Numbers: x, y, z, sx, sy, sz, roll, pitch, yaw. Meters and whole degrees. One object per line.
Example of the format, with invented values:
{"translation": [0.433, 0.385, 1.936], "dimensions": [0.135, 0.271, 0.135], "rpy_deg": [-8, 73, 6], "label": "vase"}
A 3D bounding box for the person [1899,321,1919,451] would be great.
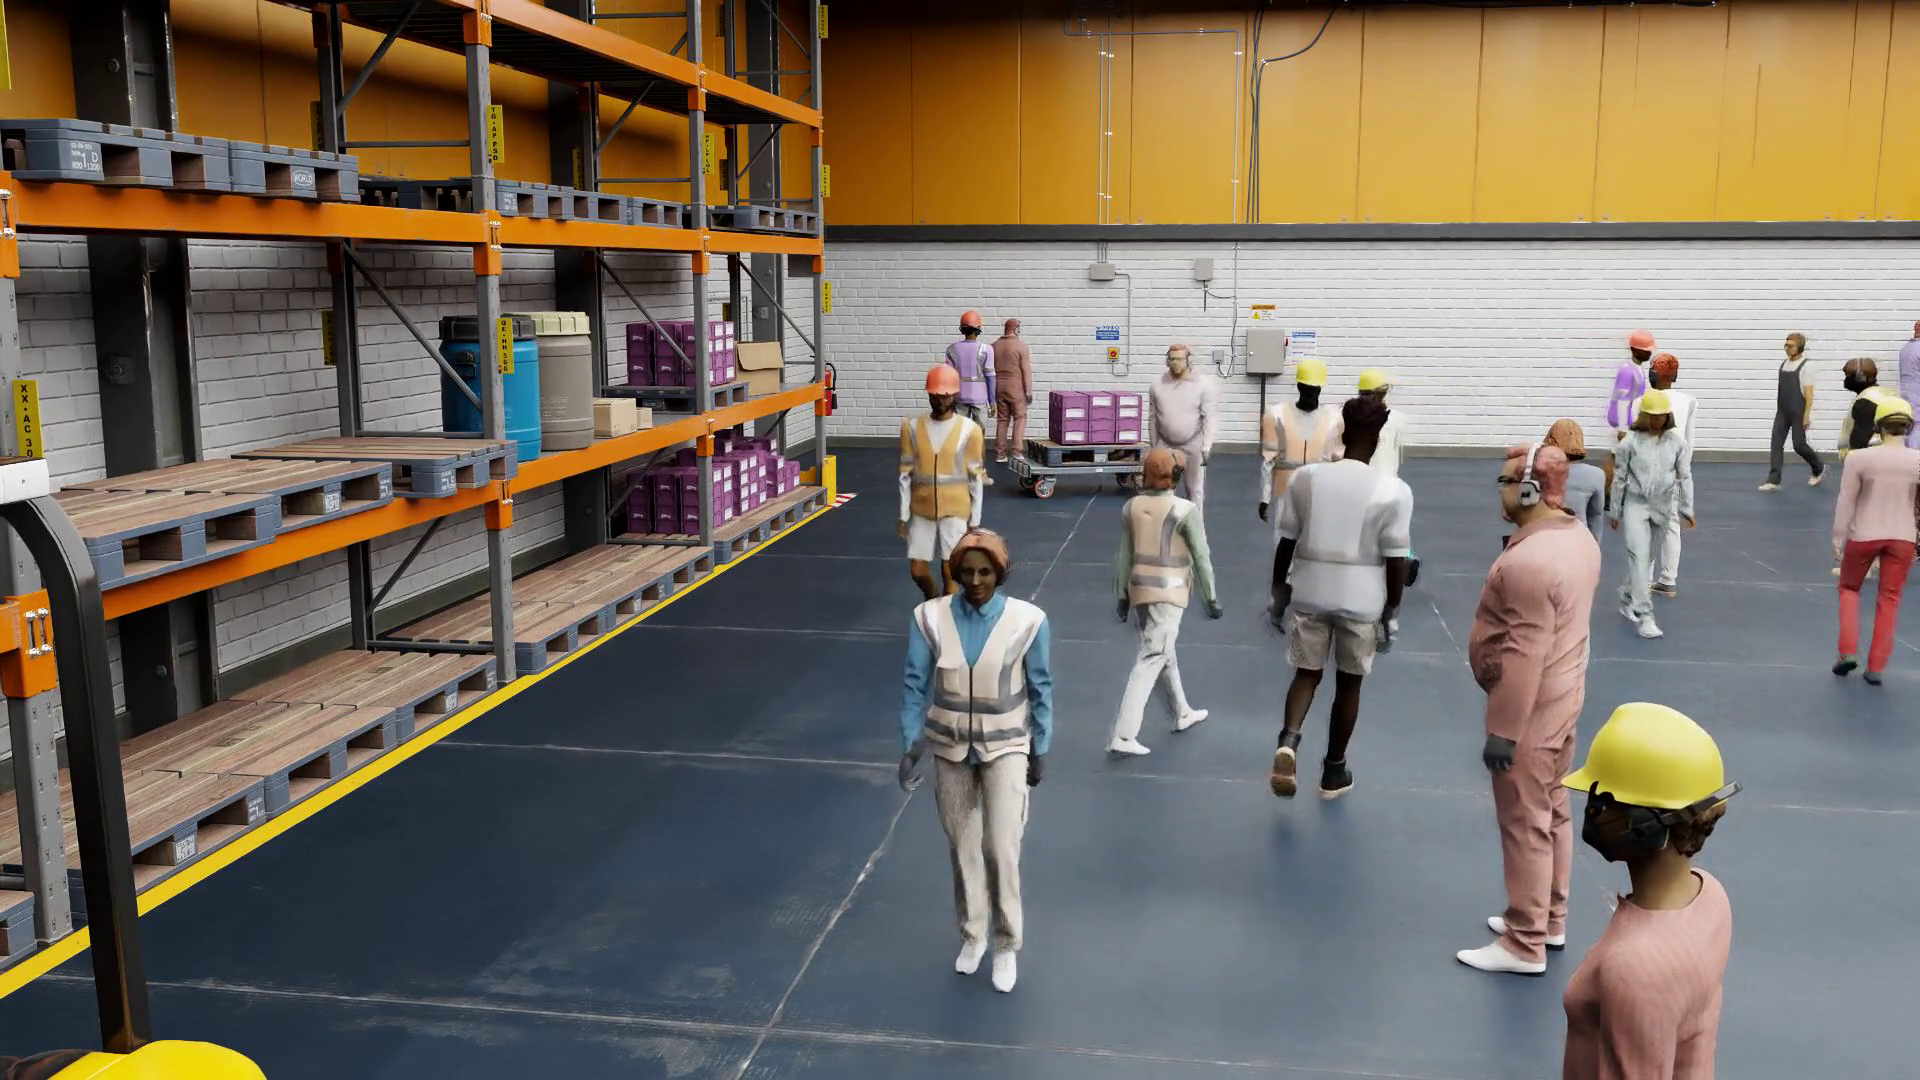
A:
{"translation": [11.950, -1.793, 20.719], "dimensions": [0.409, 1.909, 0.642], "rpy_deg": [0, 9, 3], "label": "person"}

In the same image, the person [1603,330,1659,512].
{"translation": [6.945, -1.218, 17.192], "dimensions": [0.664, 1.898, 0.573], "rpy_deg": [6, 11, 35], "label": "person"}

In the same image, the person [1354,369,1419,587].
{"translation": [3.255, -0.452, 12.900], "dimensions": [0.527, 1.749, 0.570], "rpy_deg": [-6, 11, -35], "label": "person"}

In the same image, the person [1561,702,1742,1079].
{"translation": [1.189, 1.156, 2.963], "dimensions": [0.312, 1.769, 0.525], "rpy_deg": [6, 11, 33], "label": "person"}

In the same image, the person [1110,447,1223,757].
{"translation": [1.061, 0.313, 8.712], "dimensions": [0.878, 1.591, 0.526], "rpy_deg": [-7, 12, -37], "label": "person"}

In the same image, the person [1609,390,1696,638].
{"translation": [4.796, -0.208, 11.599], "dimensions": [0.494, 1.694, 0.894], "rpy_deg": [-1, 9, -4], "label": "person"}

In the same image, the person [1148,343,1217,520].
{"translation": [1.957, -0.822, 14.890], "dimensions": [0.652, 1.855, 0.982], "rpy_deg": [4, 10, 22], "label": "person"}

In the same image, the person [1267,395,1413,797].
{"translation": [1.736, 0.295, 7.747], "dimensions": [0.668, 1.936, 0.686], "rpy_deg": [5, 11, 29], "label": "person"}

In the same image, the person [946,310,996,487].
{"translation": [0.136, -1.636, 19.317], "dimensions": [0.608, 2.048, 0.365], "rpy_deg": [4, 10, 21], "label": "person"}

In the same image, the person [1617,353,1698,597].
{"translation": [5.330, -0.485, 12.720], "dimensions": [0.574, 1.885, 0.355], "rpy_deg": [-3, 10, -19], "label": "person"}

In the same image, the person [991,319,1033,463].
{"translation": [0.634, -1.917, 21.557], "dimensions": [0.675, 1.887, 0.440], "rpy_deg": [7, 12, 38], "label": "person"}

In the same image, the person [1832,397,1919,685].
{"translation": [5.614, 0.003, 10.133], "dimensions": [0.552, 1.742, 0.475], "rpy_deg": [3, 10, 19], "label": "person"}

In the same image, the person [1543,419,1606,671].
{"translation": [3.576, 0.093, 9.922], "dimensions": [0.498, 1.634, 0.280], "rpy_deg": [-1, 9, -7], "label": "person"}

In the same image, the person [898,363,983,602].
{"translation": [-0.118, -0.199, 10.835], "dimensions": [0.558, 1.921, 0.533], "rpy_deg": [2, 9, 10], "label": "person"}

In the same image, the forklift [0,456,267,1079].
{"translation": [-2.328, 0.975, 2.765], "dimensions": [2.313, 2.155, 1.214], "rpy_deg": [1, 9, 9], "label": "forklift"}

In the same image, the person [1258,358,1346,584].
{"translation": [2.413, -0.340, 11.752], "dimensions": [0.608, 1.907, 0.555], "rpy_deg": [1, 9, 5], "label": "person"}

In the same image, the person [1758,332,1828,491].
{"translation": [9.512, -1.449, 18.882], "dimensions": [0.800, 1.822, 0.516], "rpy_deg": [-3, 10, -19], "label": "person"}

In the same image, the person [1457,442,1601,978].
{"translation": [2.027, 0.599, 5.970], "dimensions": [0.403, 1.905, 0.649], "rpy_deg": [7, 11, 35], "label": "person"}

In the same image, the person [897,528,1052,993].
{"translation": [0.049, 0.766, 5.810], "dimensions": [0.508, 1.618, 0.524], "rpy_deg": [2, 10, 15], "label": "person"}

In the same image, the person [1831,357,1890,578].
{"translation": [7.399, -0.580, 13.547], "dimensions": [0.486, 1.816, 0.634], "rpy_deg": [6, 11, 33], "label": "person"}
